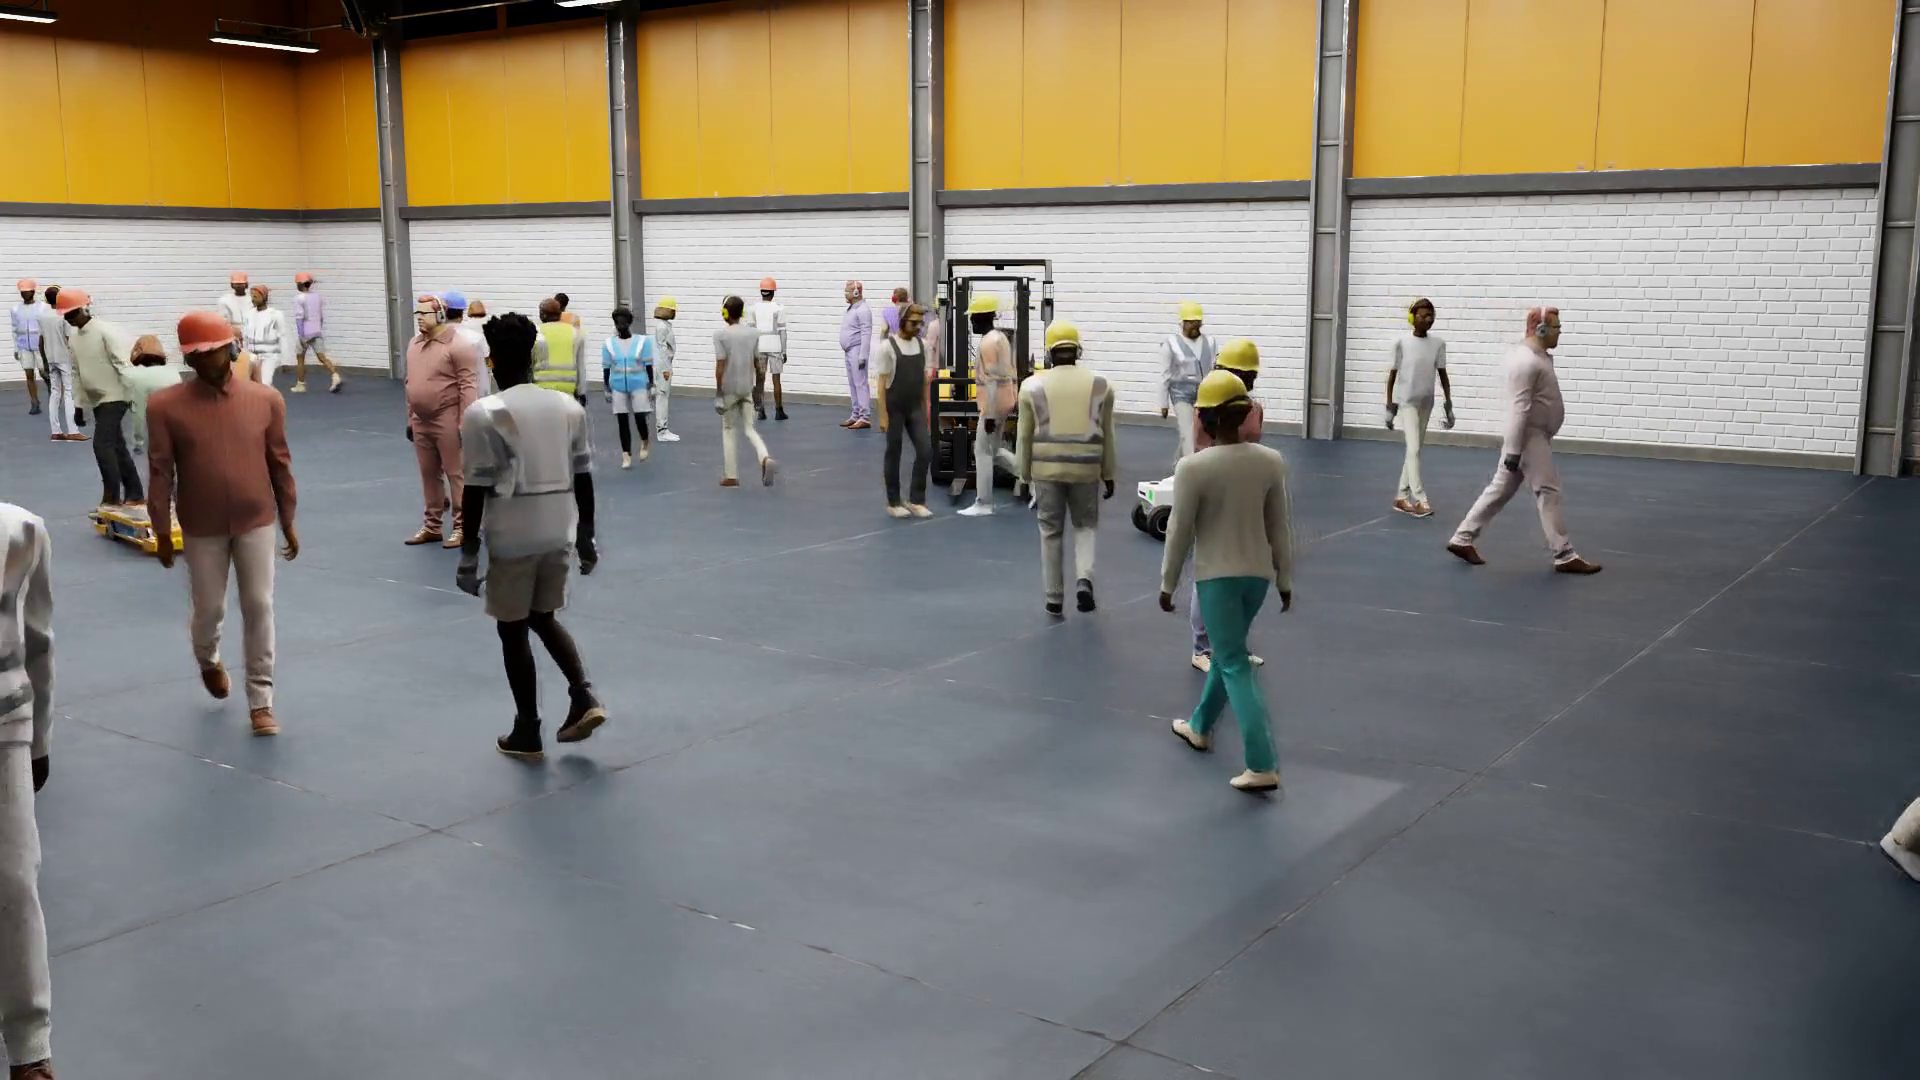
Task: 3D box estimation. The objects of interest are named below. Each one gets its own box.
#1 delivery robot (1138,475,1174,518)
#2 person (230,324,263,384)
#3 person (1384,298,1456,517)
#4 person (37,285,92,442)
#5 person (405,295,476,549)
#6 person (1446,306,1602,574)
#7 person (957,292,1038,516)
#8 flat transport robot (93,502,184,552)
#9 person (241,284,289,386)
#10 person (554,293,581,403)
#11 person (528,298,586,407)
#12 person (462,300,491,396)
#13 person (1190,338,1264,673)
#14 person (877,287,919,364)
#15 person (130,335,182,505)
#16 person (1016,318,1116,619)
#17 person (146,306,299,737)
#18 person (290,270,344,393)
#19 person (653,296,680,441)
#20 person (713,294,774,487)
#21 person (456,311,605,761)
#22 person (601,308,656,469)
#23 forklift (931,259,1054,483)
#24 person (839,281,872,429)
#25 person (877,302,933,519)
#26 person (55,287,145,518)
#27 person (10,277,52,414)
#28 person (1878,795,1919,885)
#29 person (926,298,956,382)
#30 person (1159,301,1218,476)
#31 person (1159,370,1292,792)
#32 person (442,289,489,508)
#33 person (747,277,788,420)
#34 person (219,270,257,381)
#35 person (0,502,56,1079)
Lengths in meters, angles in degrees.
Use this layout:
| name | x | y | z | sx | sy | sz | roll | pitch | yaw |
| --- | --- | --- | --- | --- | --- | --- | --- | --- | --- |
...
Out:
| name | x | y | z | sx | sy | sz | roll | pitch | yaw |
| --- | --- | --- | --- | --- | --- | --- | --- | --- | --- |
| delivery robot | 1.771 | -0.345 | 13.058 | 0.707 | 0.478 | 0.477 | -2 | 10 | -10 |
| person | -6.631 | -1.176 | 15.207 | 0.895 | 1.593 | 0.512 | 9 | 13 | 44 |
| person | 3.927 | -1.098 | 14.013 | 0.540 | 1.831 | 0.874 | -3 | 10 | -15 |
| person | -10.761 | -2.111 | 19.929 | 0.532 | 1.876 | 0.321 | 2 | 10 | 15 |
| person | -3.950 | -0.890 | 12.558 | 0.639 | 1.910 | 0.402 | 5 | 11 | 29 |
| person | 3.942 | -0.701 | 11.618 | 1.035 | 1.859 | 0.651 | 3 | 10 | 20 |
| person | 0.357 | -1.133 | 14.032 | 0.691 | 1.906 | 0.593 | 2 | 10 | 10 |
| flat transport robot | -6.128 | -0.121 | 12.843 | 0.652 | 0.197 | 1.431 | -9 | 13 | -42 |
| person | -8.685 | -2.230 | 20.669 | 0.582 | 1.864 | 0.501 | 4 | 10 | 24 |
| person | -5.755 | -2.730 | 24.141 | 0.537 | 1.695 | 0.320 | -4 | 10 | -23 |
| person | -4.062 | -1.494 | 16.514 | 0.648 | 1.792 | 0.948 | -8 | 12 | -39 |
| person | -6.715 | -2.529 | 23.162 | 0.531 | 1.610 | 0.585 | -7 | 12 | -36 |
| person | 1.428 | -0.179 | 8.760 | 0.523 | 1.765 | 0.316 | -9 | 13 | -43 |
| person | -0.802 | -2.510 | 22.478 | 0.577 | 1.820 | 0.759 | -6 | 11 | -30 |
| person | -6.233 | -0.796 | 12.967 | 0.705 | 1.578 | 0.523 | 1 | 10 | 9 |
| person | 0.635 | -0.424 | 10.040 | 0.607 | 1.815 | 0.421 | 0 | 10 | -2 |
| person | -3.425 | -0.103 | 7.720 | 0.626 | 1.966 | 0.768 | -6 | 11 | -32 |
| person | -10.556 | -3.388 | 27.147 | 0.973 | 2.015 | 0.600 | 5 | 11 | 27 |
| person | -3.535 | -2.067 | 20.083 | 0.311 | 1.735 | 0.483 | -1 | 10 | -8 |
| person | -2.064 | -1.392 | 15.726 | 0.516 | 1.855 | 0.706 | -7 | 12 | -36 |
| person | -1.855 | -0.008 | 7.181 | 0.478 | 1.944 | 0.648 | 7 | 12 | 35 |
| person | -3.445 | -1.577 | 17.327 | 0.567 | 1.680 | 0.425 | 0 | 10 | 1 |
| forklift | 0.370 | -1.738 | 16.759 | 1.214 | 2.155 | 2.313 | 1 | 10 | 3 |
| person | -1.361 | -2.391 | 21.504 | 0.406 | 1.906 | 0.654 | -4 | 10 | -20 |
| person | -0.435 | -1.057 | 13.817 | 0.569 | 1.809 | 0.630 | -8 | 12 | -39 |
| person | -7.277 | -1.150 | 14.030 | 0.665 | 1.933 | 0.747 | 7 | 12 | 34 |
| person | -13.106 | -2.749 | 23.566 | 0.544 | 1.928 | 0.546 | -2 | 10 | -9 |
| person | 3.572 | 0.445 | 5.525 | 0.536 | 1.597 | 0.860 | -9 | 13 | -42 |
| person | -0.181 | -2.057 | 19.951 | 0.481 | 1.747 | 0.554 | 4 | 10 | 23 |
| person | 2.176 | -1.356 | 15.689 | 0.584 | 1.793 | 0.923 | -4 | 10 | -23 |
| person | 1.120 | 0.149 | 6.963 | 0.527 | 1.708 | 0.946 | -5 | 11 | -26 |
| person | -4.463 | -1.240 | 14.640 | 0.603 | 1.919 | 0.877 | 0 | 10 | -3 |
| person | -2.606 | -2.595 | 22.620 | 0.546 | 1.939 | 0.375 | 2 | 10 | 11 |
| person | -10.748 | -3.029 | 24.941 | 0.621 | 2.026 | 0.487 | -4 | 10 | -24 |
| person | -2.657 | 0.520 | 4.345 | 0.573 | 1.857 | 0.876 | -9 | 13 | -42 |
